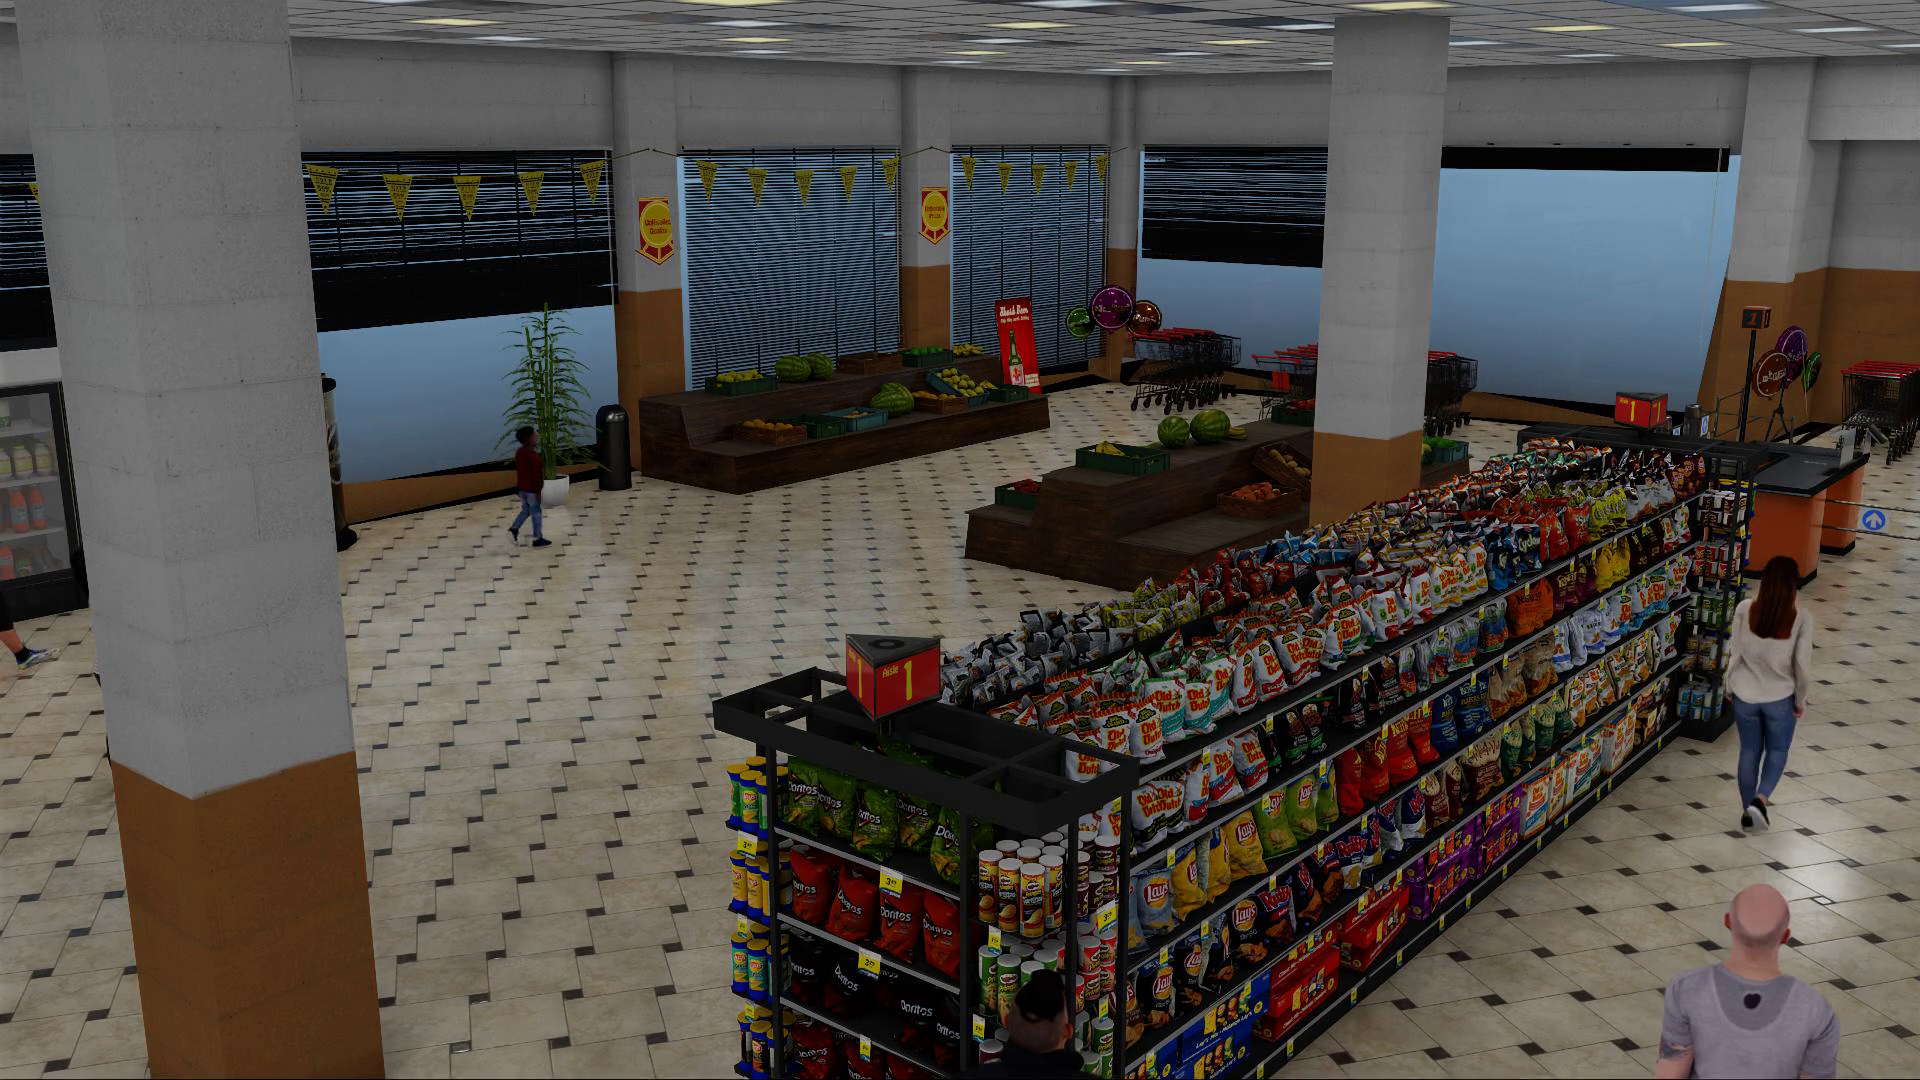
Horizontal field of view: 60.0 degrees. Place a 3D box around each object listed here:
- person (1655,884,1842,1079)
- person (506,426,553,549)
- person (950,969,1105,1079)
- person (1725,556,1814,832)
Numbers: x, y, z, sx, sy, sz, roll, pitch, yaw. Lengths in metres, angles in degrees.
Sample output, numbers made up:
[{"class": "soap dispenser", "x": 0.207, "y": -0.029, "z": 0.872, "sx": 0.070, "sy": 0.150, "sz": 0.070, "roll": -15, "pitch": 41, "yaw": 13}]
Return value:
[{"class": "person", "x": 2.441, "y": 1.933, "z": 5.253, "sx": 0.722, "sy": 1.838, "sz": 0.676, "roll": 6, "pitch": 15, "yaw": 24}, {"class": "person", "x": -4.339, "y": -0.510, "z": 16.578, "sx": 0.516, "sy": 1.247, "sz": 0.678, "roll": 12, "pitch": 18, "yaw": 41}, {"class": "person", "x": 0.225, "y": 2.046, "z": 4.738, "sx": 0.868, "sy": 1.860, "sz": 0.880, "roll": 2, "pitch": 14, "yaw": 10}, {"class": "person", "x": 4.678, "y": 0.936, "z": 9.701, "sx": 0.655, "sy": 1.679, "sz": 0.797, "roll": 9, "pitch": 17, "yaw": 34}]
